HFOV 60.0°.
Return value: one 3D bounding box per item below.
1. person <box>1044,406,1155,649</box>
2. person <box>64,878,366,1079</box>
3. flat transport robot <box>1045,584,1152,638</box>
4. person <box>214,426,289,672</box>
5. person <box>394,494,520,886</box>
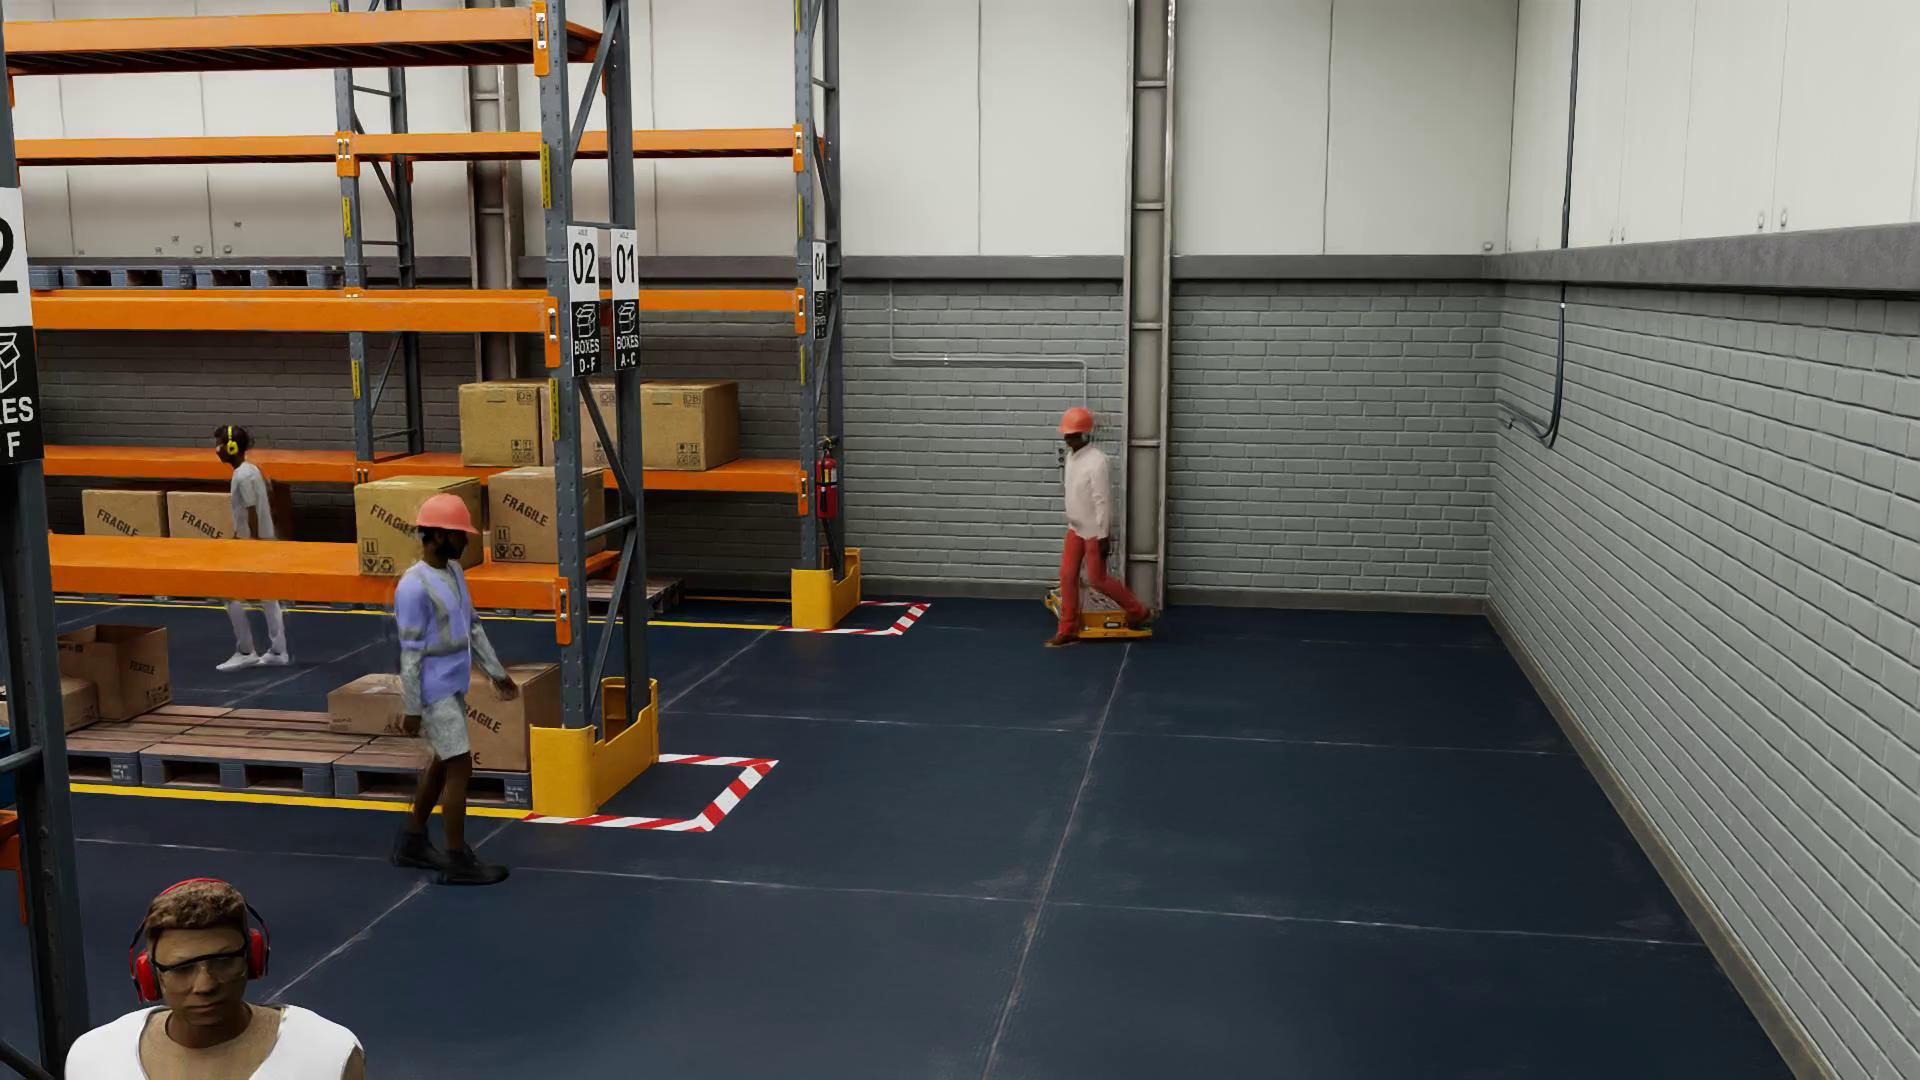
[{"bbox_3d":[1.108,-0.106,13.246,0.851,1.951,0.659,-4,10,-25],"label":"person"},{"bbox_3d":[-1.443,1.544,3.289,0.569,1.848,0.378,-1,9,-4],"label":"person"},{"bbox_3d":[1.154,0.590,14.101,0.652,0.197,1.431,-1,9,-6],"label":"flat transport robot"},{"bbox_3d":[-5.411,0.061,12.516,0.659,1.838,0.511,-2,9,-12],"label":"person"},{"bbox_3d":[-2.553,0.722,8.211,0.639,1.904,0.560,0,9,3],"label":"person"}]
